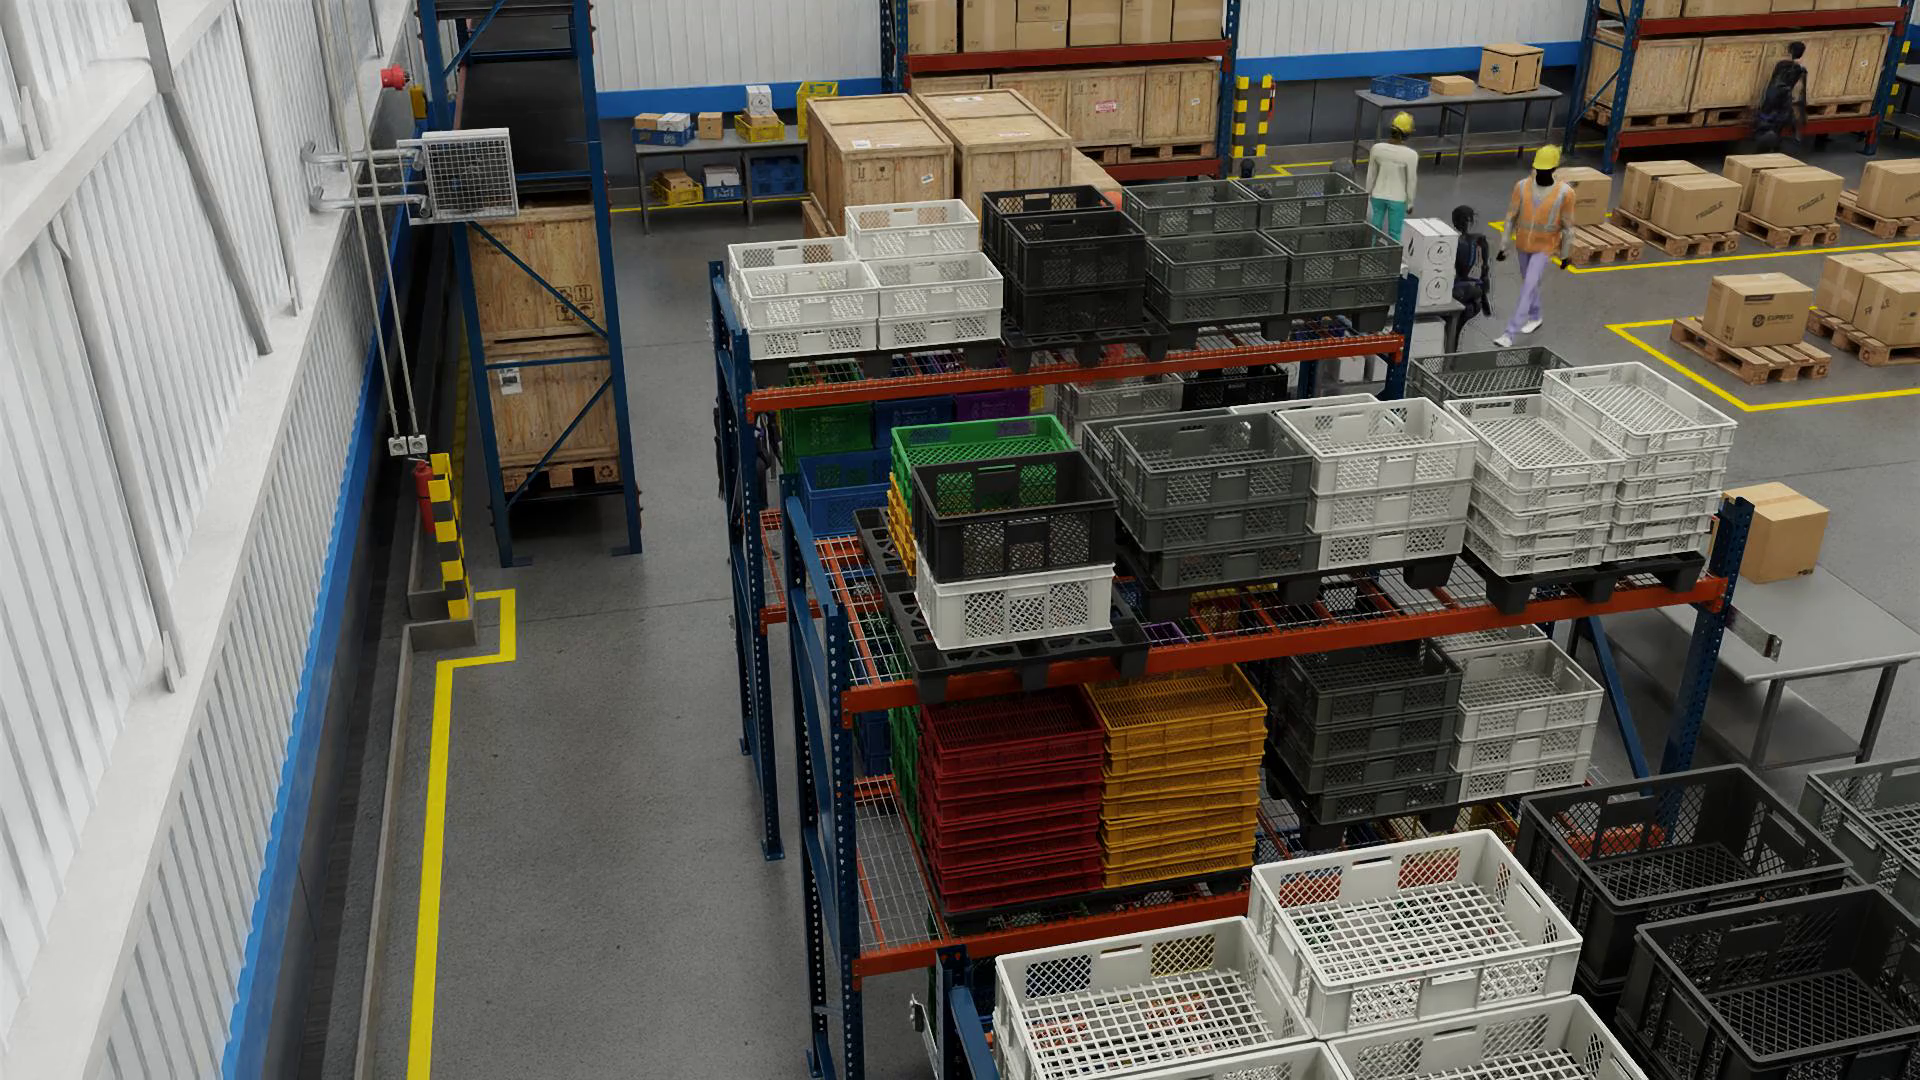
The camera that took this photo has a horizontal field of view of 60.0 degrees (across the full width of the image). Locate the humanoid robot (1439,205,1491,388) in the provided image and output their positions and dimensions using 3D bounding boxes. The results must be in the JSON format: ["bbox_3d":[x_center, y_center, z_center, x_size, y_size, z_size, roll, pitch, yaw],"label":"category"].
[{"bbox_3d":[4.347,-2.135,14.609,0.589,1.634,0.669,-11,30,-20],"label":"humanoid robot"}]

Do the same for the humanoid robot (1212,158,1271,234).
[{"bbox_3d":[2.688,-2.837,15.913,0.582,1.651,0.313,6,28,12],"label":"humanoid robot"}]

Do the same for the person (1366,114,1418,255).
[{"bbox_3d":[4.429,-3.498,17.100,0.537,1.761,0.333,19,33,32],"label":"person"}]

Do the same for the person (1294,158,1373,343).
[{"bbox_3d":[3.262,-2.342,14.592,0.674,2.000,0.537,-1,28,-3],"label":"person"}]

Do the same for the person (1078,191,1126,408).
[{"bbox_3d":[1.211,-1.907,13.814,0.610,1.995,0.376,16,32,28],"label":"person"}]

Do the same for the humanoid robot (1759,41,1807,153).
[{"bbox_3d":[10.291,-5.427,20.889,0.757,1.636,0.594,-7,29,-14],"label":"humanoid robot"}]

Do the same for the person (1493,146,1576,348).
[{"bbox_3d":[5.342,-2.747,15.527,1.013,1.867,0.606,-25,37,-39],"label":"person"}]

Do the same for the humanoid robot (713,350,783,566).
[{"bbox_3d":[-1.481,-0.570,11.617,0.329,1.648,0.592,21,34,34],"label":"humanoid robot"}]

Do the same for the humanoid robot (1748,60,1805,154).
[{"bbox_3d":[9.677,-4.905,19.908,0.797,1.615,0.603,3,28,5],"label":"humanoid robot"}]
